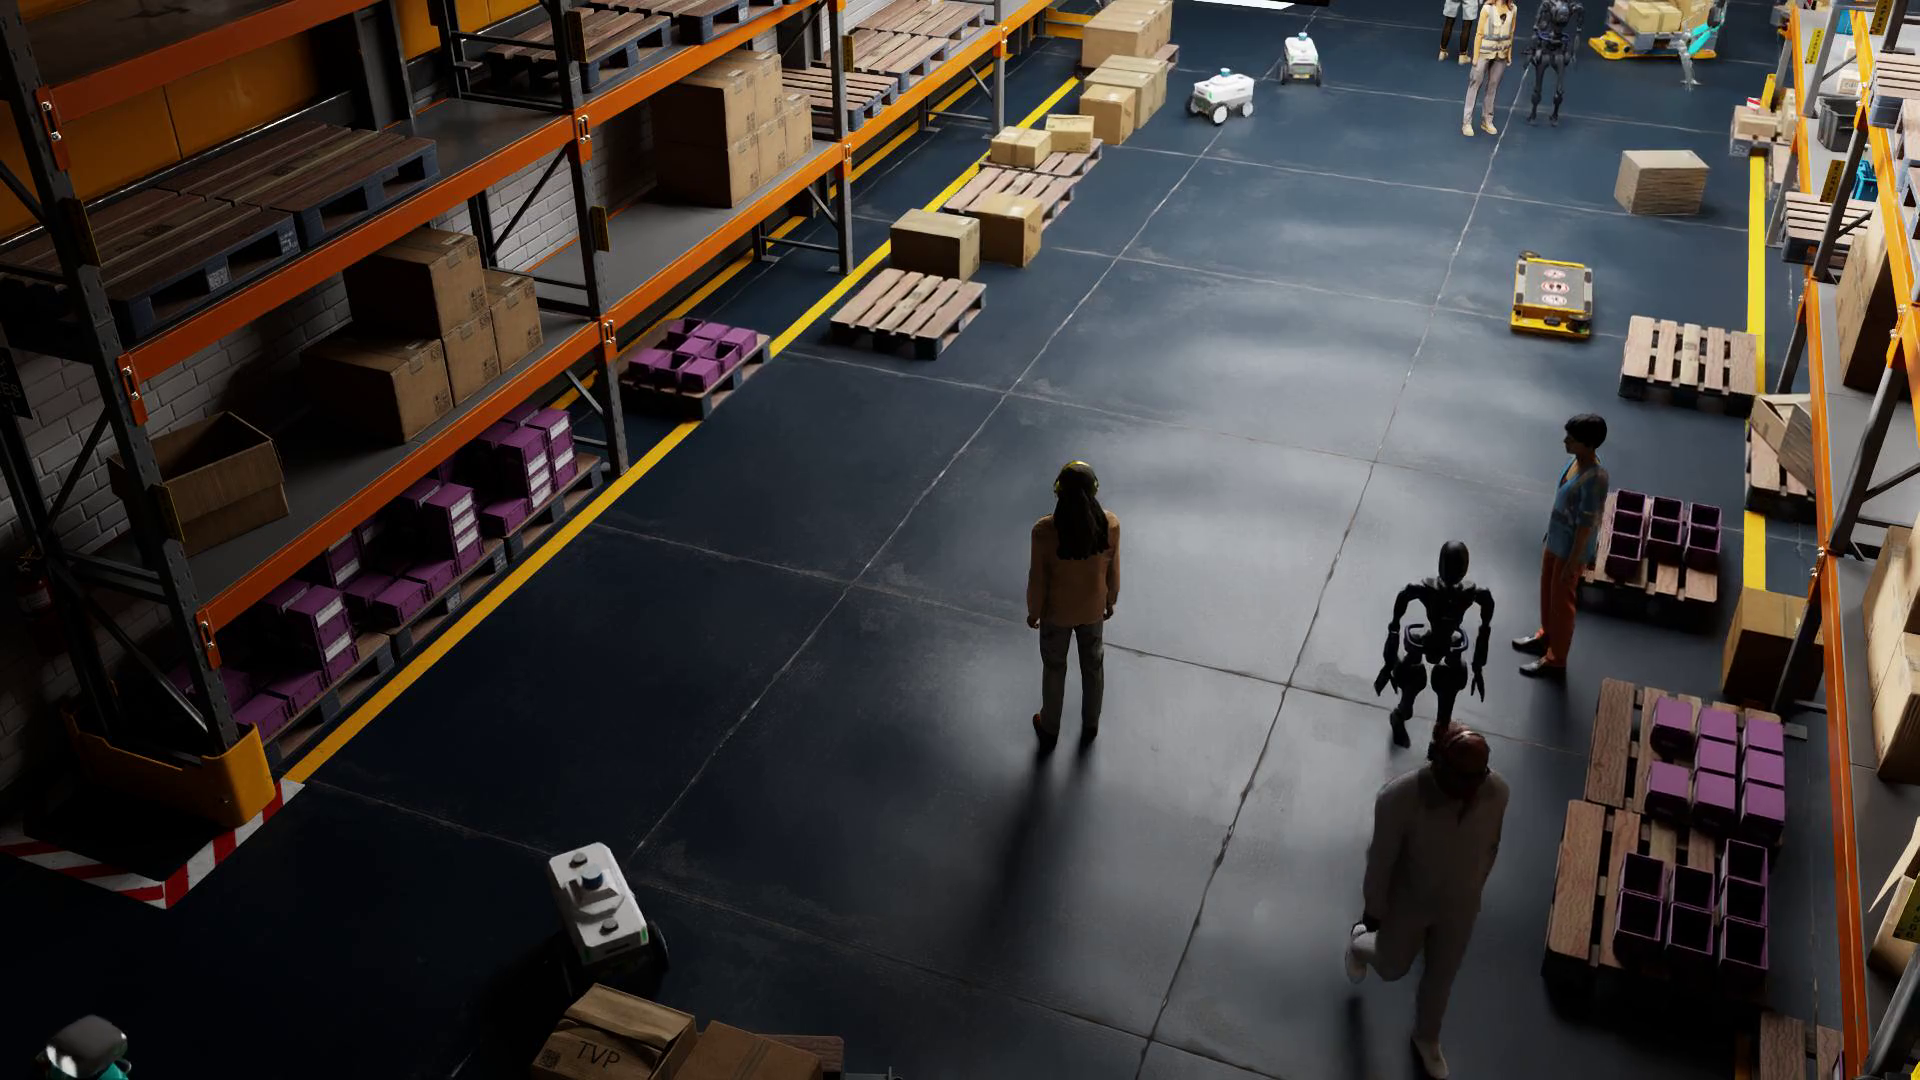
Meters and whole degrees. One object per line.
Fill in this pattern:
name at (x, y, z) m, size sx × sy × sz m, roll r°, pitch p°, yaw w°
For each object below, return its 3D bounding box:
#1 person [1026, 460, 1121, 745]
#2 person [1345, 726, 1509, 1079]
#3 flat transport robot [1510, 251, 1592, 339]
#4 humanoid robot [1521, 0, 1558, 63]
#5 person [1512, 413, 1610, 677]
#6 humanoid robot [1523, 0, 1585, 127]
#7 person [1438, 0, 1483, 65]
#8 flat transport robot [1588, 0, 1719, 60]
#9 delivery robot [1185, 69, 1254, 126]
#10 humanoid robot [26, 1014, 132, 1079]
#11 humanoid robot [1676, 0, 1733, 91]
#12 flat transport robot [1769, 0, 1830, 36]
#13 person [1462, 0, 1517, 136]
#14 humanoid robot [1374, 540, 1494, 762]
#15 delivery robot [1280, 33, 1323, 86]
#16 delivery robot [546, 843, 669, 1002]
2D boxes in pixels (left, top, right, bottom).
person at (0.652, 0.383, 9.521) m, size 0.553 × 1.877 × 0.414 m, roll -8°, pitch 34°, yaw -12°
person at (2.142, 1.588, 7.639) m, size 0.654 × 1.888 × 0.691 m, roll -6°, pitch 33°, yaw -9°
flat transport robot at (5.350, -2.220, 15.027) m, size 0.659 × 0.231 × 1.431 m, roll 10°, pitch 34°, yaw 15°
humanoid robot at (7.535, -6.888, 20.982) m, size 0.615 × 1.635 × 0.624 m, roll 13°, pitch 35°, yaw 19°
person at (3.714, 0.026, 10.182) m, size 0.321 × 1.756 × 0.506 m, roll 3°, pitch 33°, yaw 4°
humanoid robot at (6.719, -5.531, 18.844) m, size 0.587 × 1.650 × 0.340 m, roll 3°, pitch 33°, yaw 4°
person at (6.331, -6.841, 20.870) m, size 0.534 × 1.693 × 0.321 m, roll 22°, pitch 39°, yaw 30°
flat transport robot at (8.951, -6.406, 21.506) m, size 1.431 × 0.231 × 0.659 m, roll -1°, pitch 33°, yaw -1°
delivery robot at (3.035, -5.157, 19.321) m, size 0.790 × 0.607 × 0.499 m, roll -20°, pitch 38°, yaw -27°
humanoid robot at (-3.038, 2.415, 6.593) m, size 0.558 × 1.885 × 0.789 m, roll 13°, pitch 35°, yaw 19°
humanoid robot at (8.945, -6.282, 20.035) m, size 0.708 × 1.862 × 0.542 m, roll 18°, pitch 37°, yaw 25°
flat transport robot at (11.408, -6.512, 21.670) m, size 0.659 × 0.231 × 1.431 m, roll -7°, pitch 34°, yaw -11°
person at (5.942, -5.415, 18.581) m, size 0.462 × 1.778 × 0.305 m, roll -7°, pitch 34°, yaw -11°
humanoid robot at (2.646, 0.672, 9.304) m, size 0.604 × 1.631 × 0.789 m, roll 3°, pitch 33°, yaw 5°
delivery robot at (4.201, -5.930, 20.509) m, size 0.499 × 0.599 × 0.784 m, roll 2°, pitch 33°, yaw 3°
delivery robot at (-1.810, 1.916, 8.378) m, size 0.502 × 0.611 × 0.782 m, roll -16°, pitch 36°, yaw -23°
